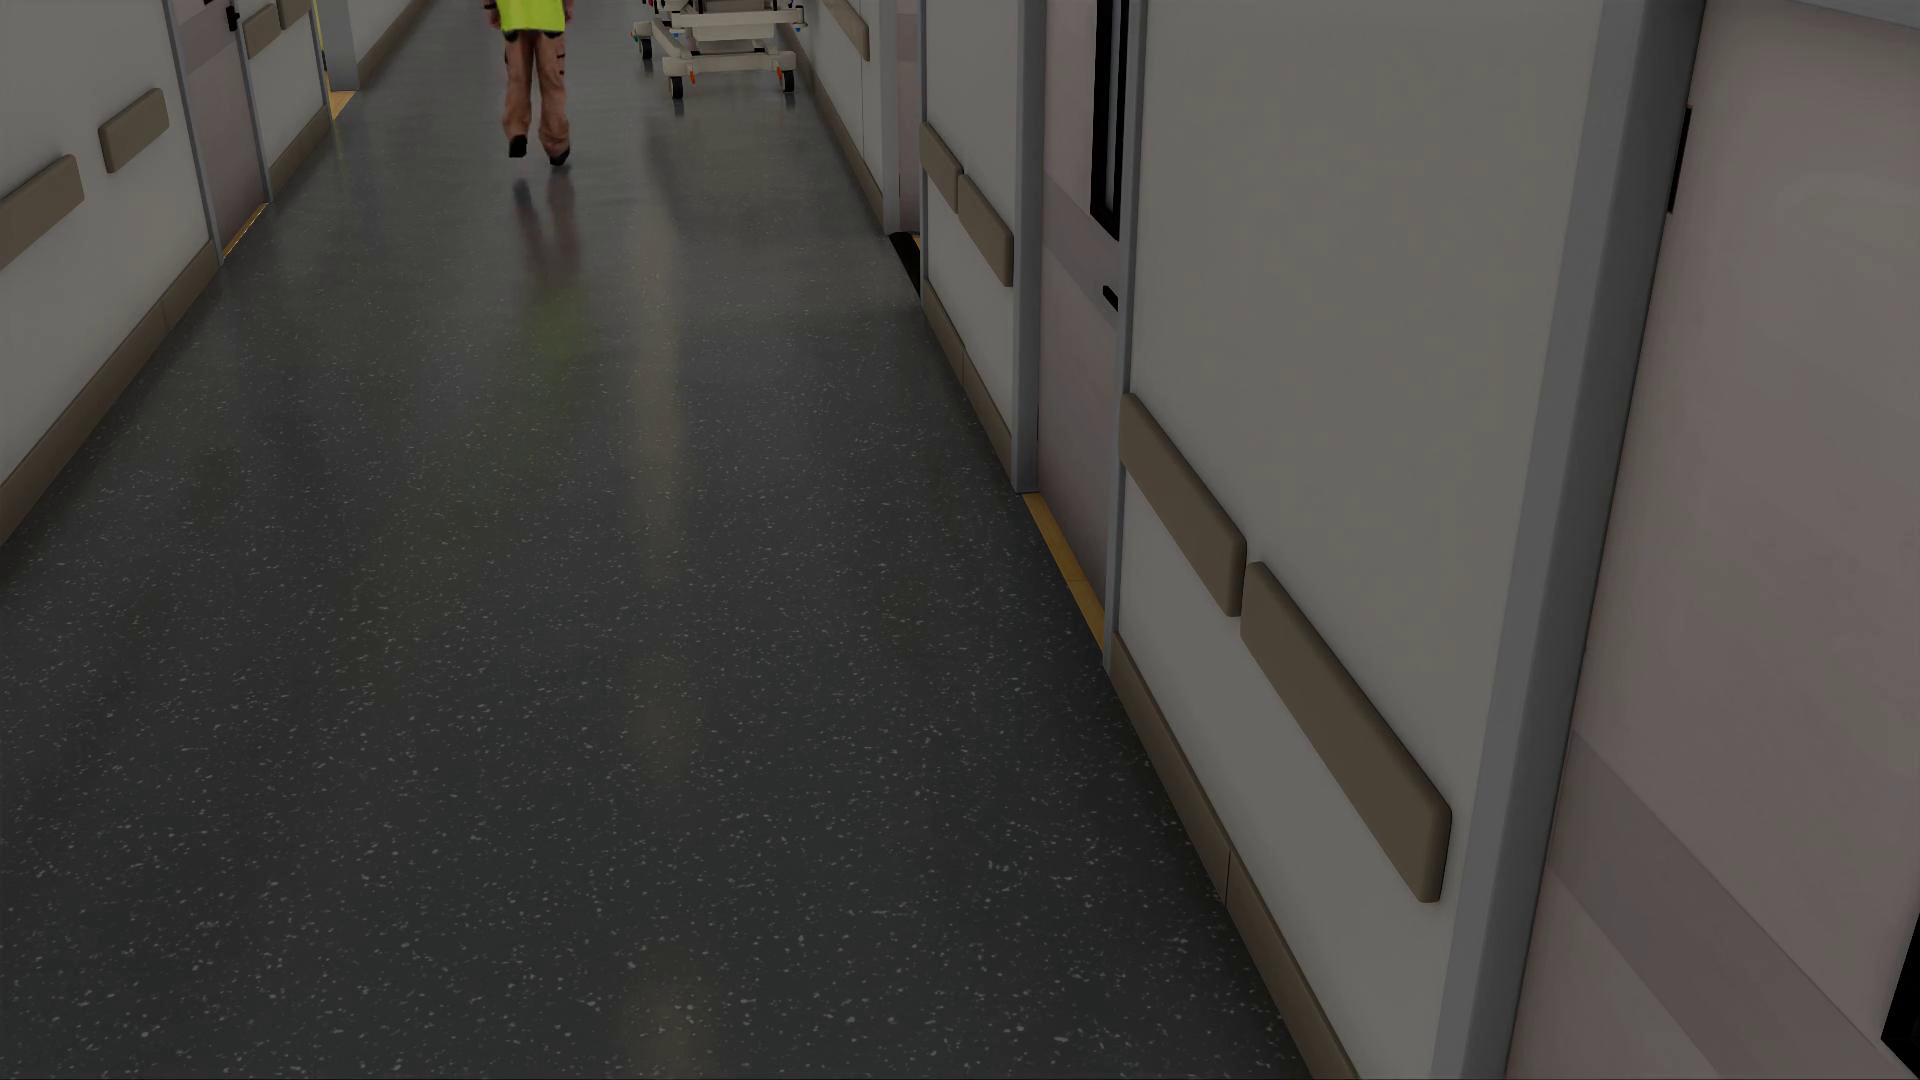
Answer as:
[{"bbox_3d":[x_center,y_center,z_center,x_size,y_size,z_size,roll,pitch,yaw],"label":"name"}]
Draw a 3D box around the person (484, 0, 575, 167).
[{"bbox_3d":[-2.630,-3.192,10.162,0.783,1.836,0.804,-1,26,-2],"label":"person"}]
